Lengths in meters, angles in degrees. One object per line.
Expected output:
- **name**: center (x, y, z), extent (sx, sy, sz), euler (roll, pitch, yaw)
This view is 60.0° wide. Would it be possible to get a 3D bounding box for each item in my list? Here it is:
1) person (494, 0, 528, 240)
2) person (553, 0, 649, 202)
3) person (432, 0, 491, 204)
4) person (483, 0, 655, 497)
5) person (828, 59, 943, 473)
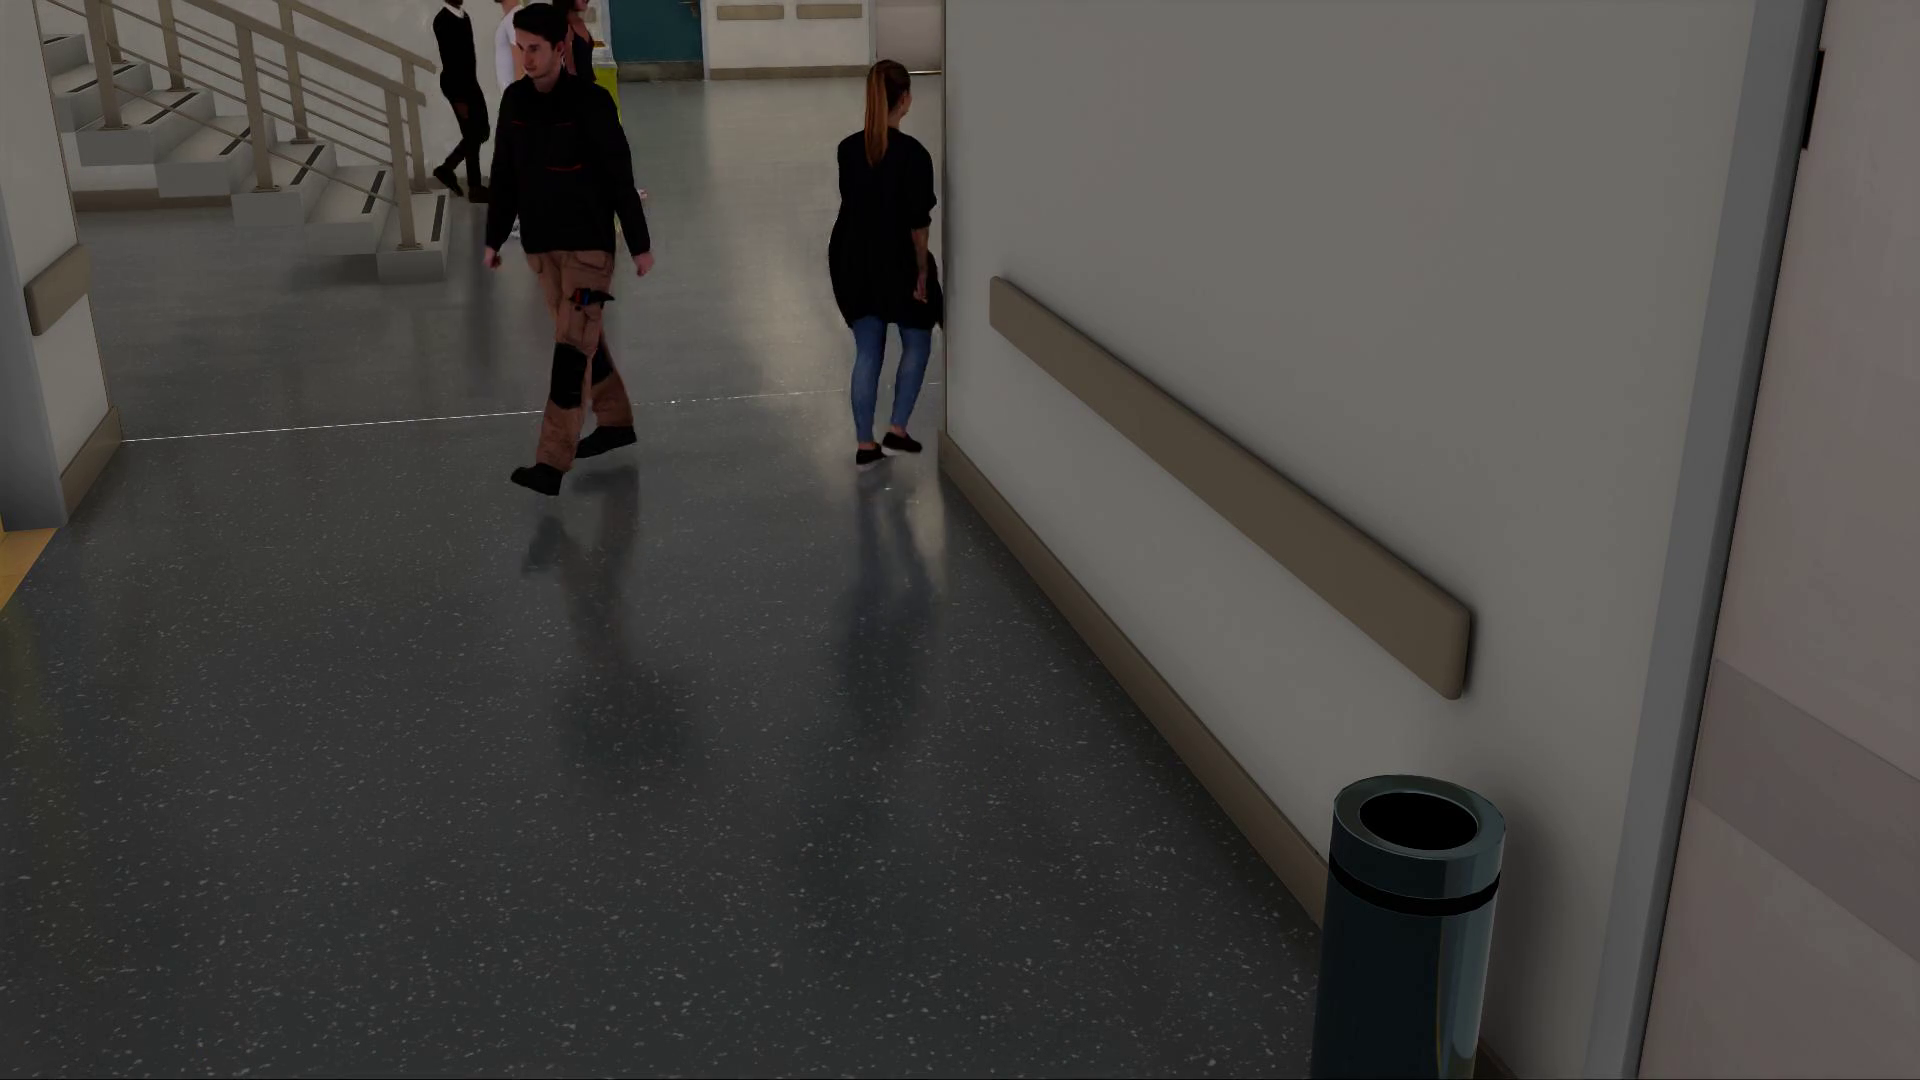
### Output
- **person**: center (-3.124, -3.119, 11.857), extent (0.606, 1.887, 0.681), euler (-7, 22, -17)
- **person**: center (-3.019, -3.375, 12.743), extent (1.179, 1.739, 0.949), euler (5, 21, 14)
- **person**: center (-4.012, -3.517, 13.066), extent (0.904, 1.777, 0.831), euler (0, 21, -1)
- **person**: center (-1.505, -1.143, 6.676), extent (1.296, 1.863, 1.310), euler (10, 23, 24)
- **person**: center (-0.363, -1.069, 6.755), extent (0.787, 1.669, 0.849), euler (10, 23, 24)
